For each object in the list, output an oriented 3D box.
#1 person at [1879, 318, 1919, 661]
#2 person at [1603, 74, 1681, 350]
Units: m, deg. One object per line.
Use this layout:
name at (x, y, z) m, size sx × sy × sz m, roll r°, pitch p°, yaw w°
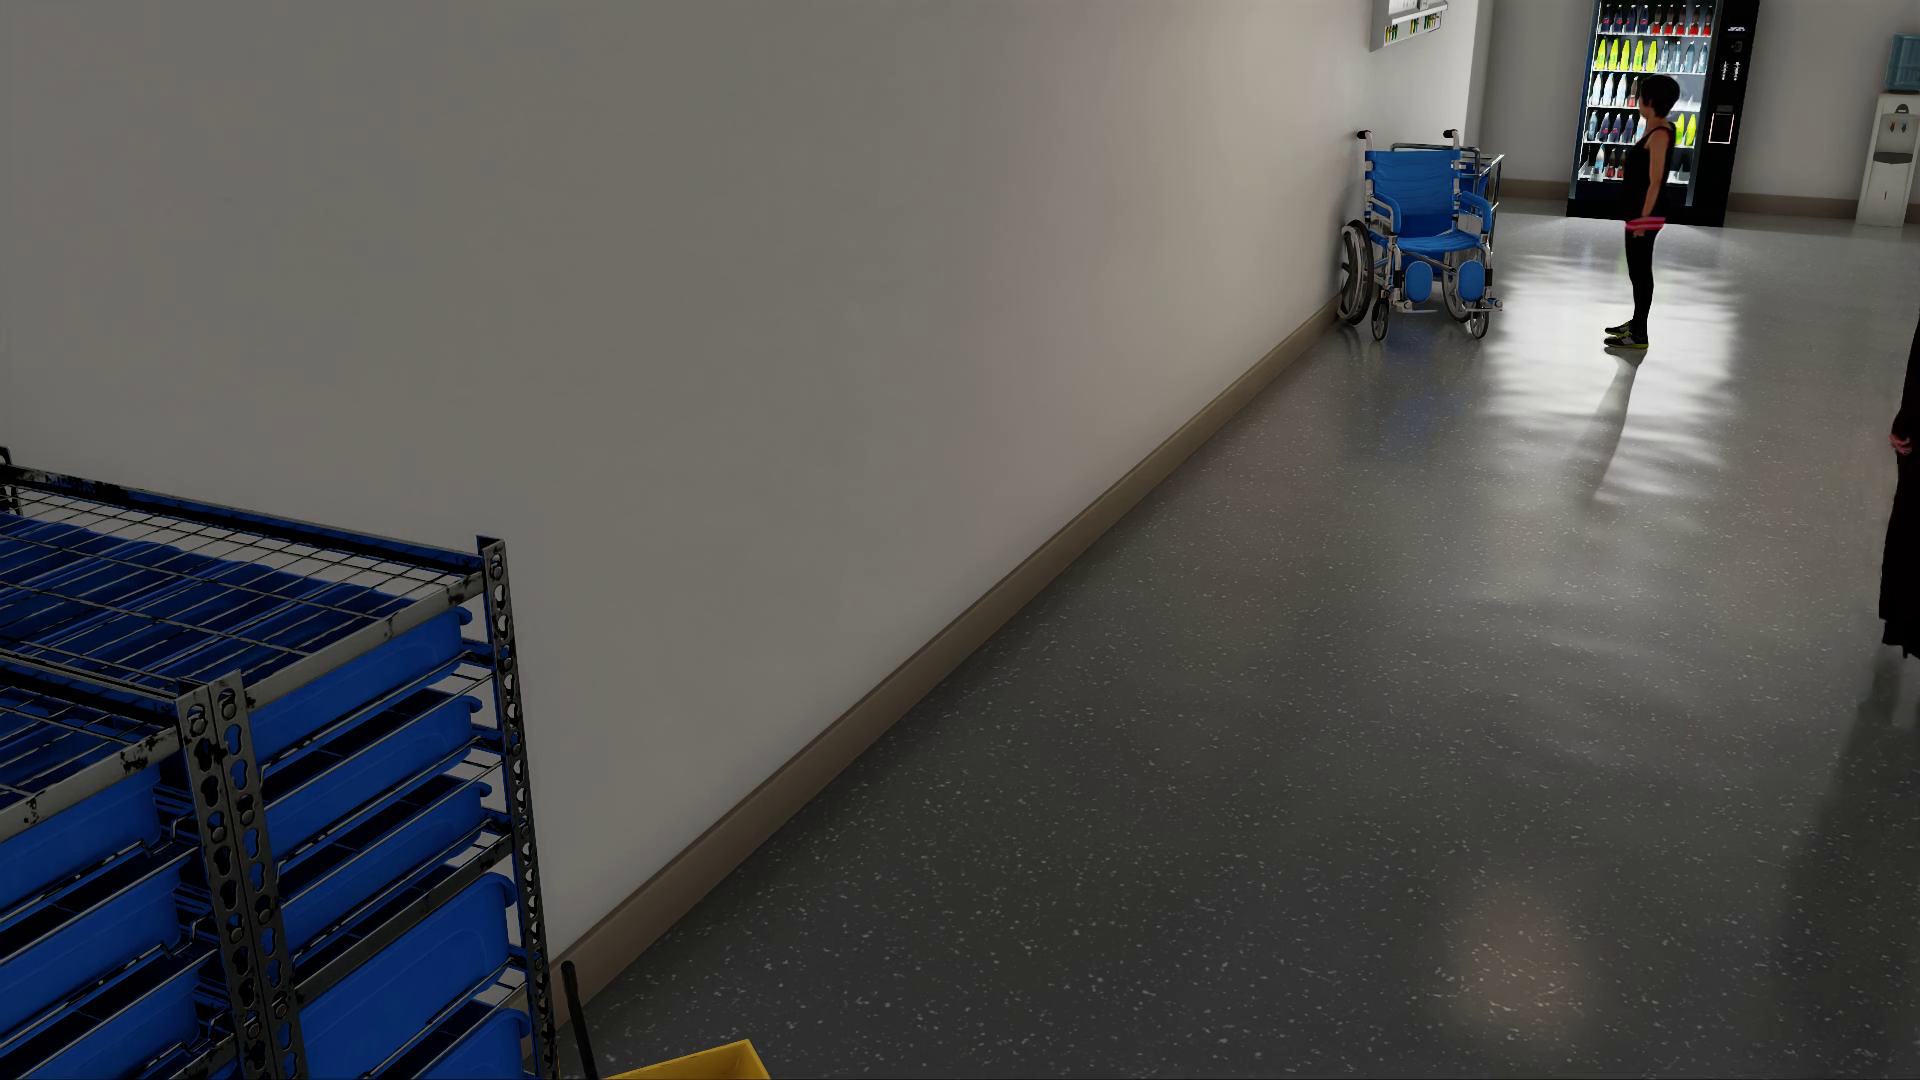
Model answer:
person at (3.164, -0.299, 5.136) m, size 0.798 × 1.739 × 0.812 m, roll 14°, pitch 25°, yaw 32°
person at (3.974, -1.900, 9.629) m, size 0.491 × 1.550 × 0.532 m, roll 9°, pitch 22°, yaw 22°
